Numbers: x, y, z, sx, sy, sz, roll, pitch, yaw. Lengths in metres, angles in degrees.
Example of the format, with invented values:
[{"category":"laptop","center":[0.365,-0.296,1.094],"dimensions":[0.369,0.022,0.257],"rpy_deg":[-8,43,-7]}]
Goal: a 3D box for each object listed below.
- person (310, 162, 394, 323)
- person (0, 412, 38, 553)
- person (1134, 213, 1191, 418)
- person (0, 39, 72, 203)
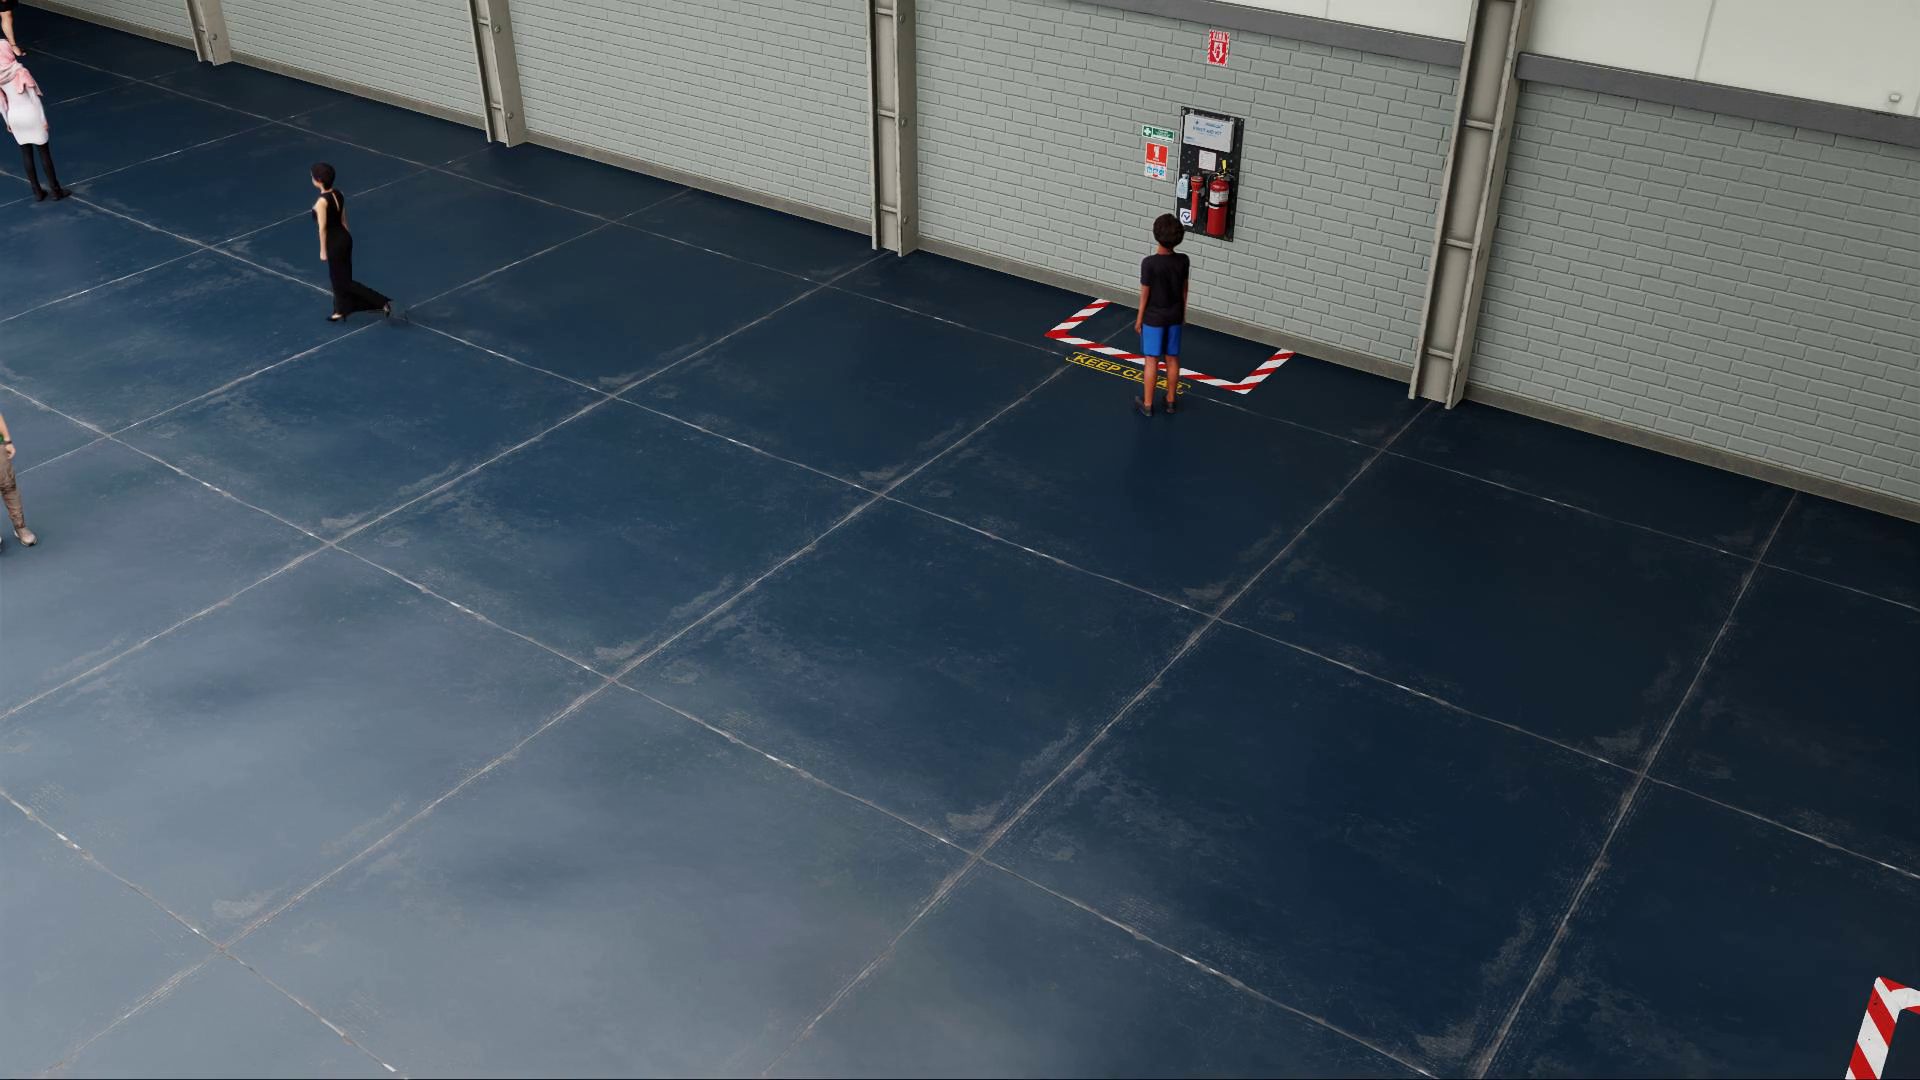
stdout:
[{"category":"person","center":[-5.774,-2.741,15.621],"dimensions":[1.032,1.581,0.888],"rpy_deg":[1,32,2]},{"category":"person","center":[-7.253,-0.686,12.297],"dimensions":[0.654,1.651,0.626],"rpy_deg":[-22,38,-30]},{"category":"person","center":[1.719,-1.897,14.076],"dimensions":[0.716,1.800,0.765],"rpy_deg":[-8,33,-13]},{"category":"person","center":[-10.356,-4.648,18.435],"dimensions":[0.716,1.804,0.798],"rpy_deg":[-1,32,-1]}]
